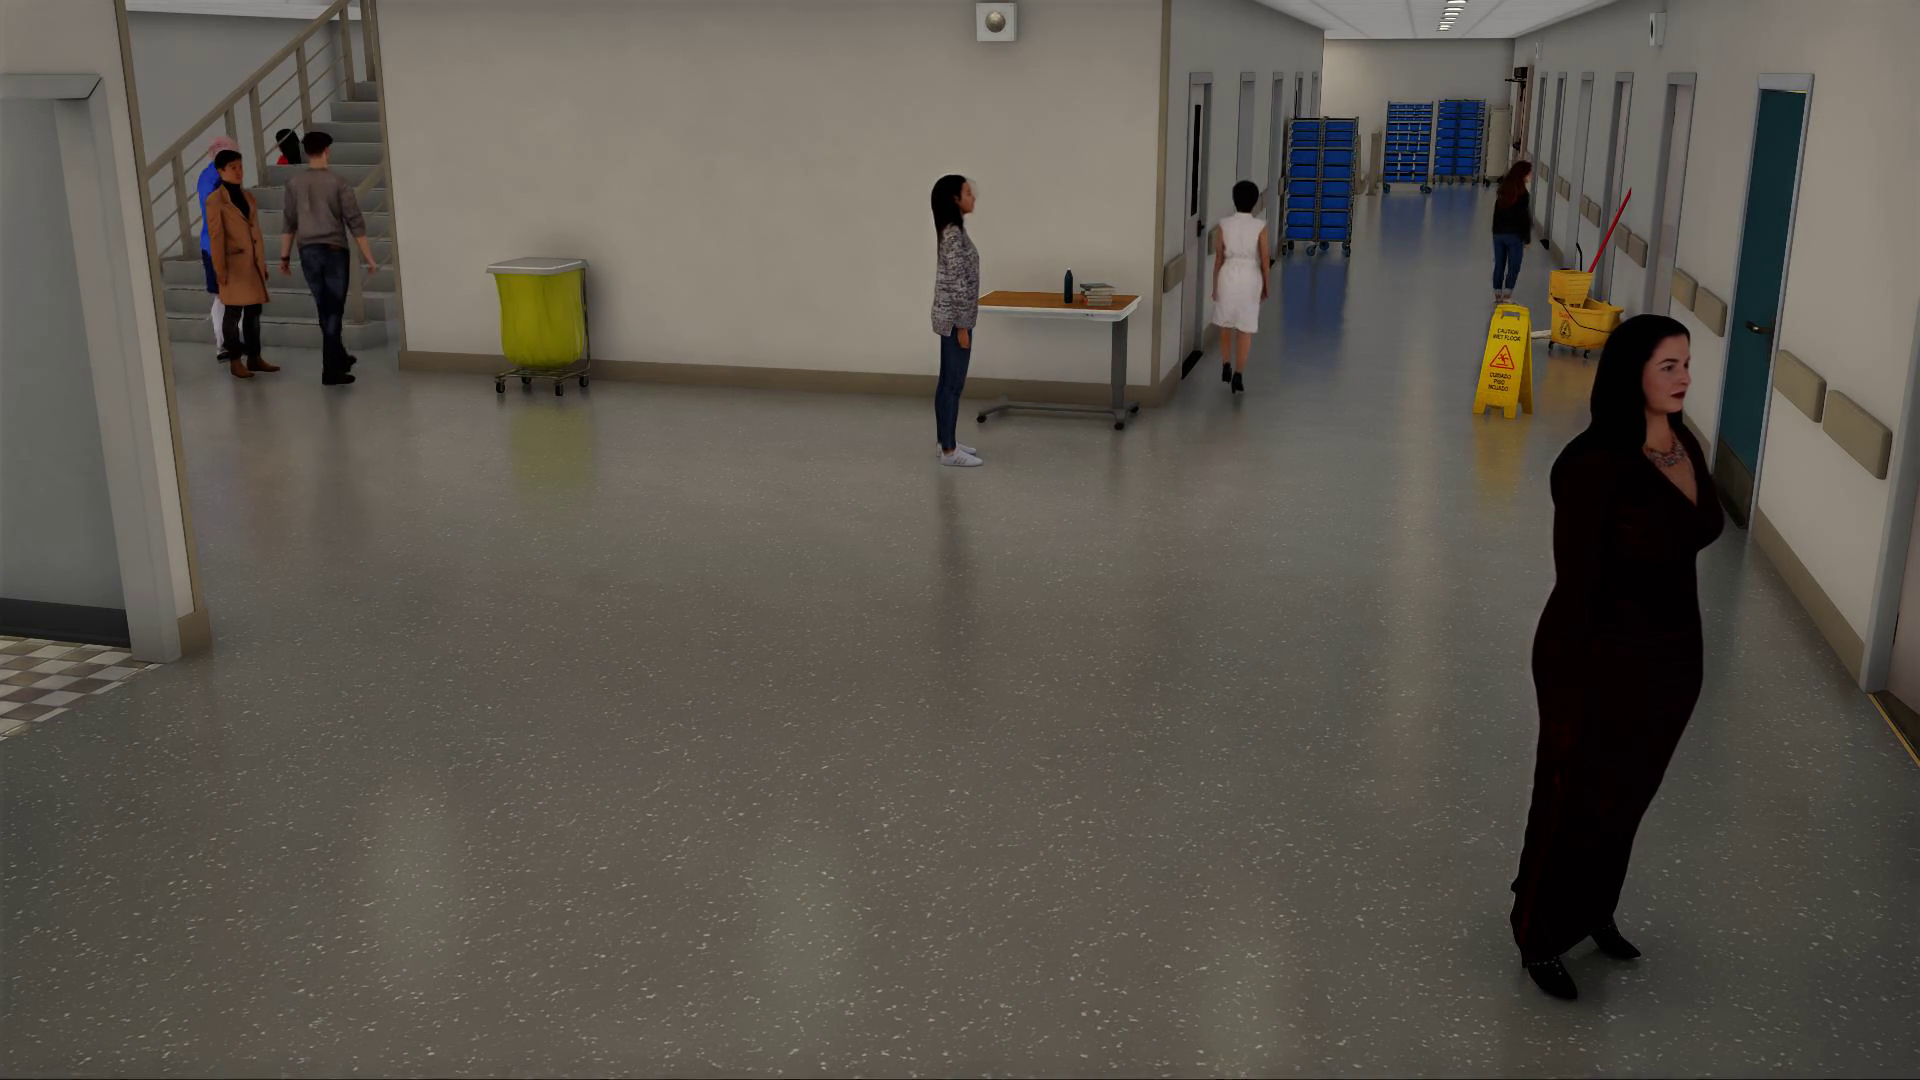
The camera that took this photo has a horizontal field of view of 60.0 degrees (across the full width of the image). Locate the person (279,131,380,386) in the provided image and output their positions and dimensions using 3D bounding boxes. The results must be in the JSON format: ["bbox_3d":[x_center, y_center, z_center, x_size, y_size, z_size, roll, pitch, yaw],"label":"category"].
[{"bbox_3d":[-4.816,-2.078,12.490,0.956,1.851,1.158,2,16,8],"label":"person"}]

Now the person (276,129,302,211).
[{"bbox_3d":[-6.922,-3.389,17.331,0.704,1.749,0.585,2,16,6],"label":"person"}]

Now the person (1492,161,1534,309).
[{"bbox_3d":[5.507,-3.068,16.702,0.694,1.472,0.736,13,20,38],"label":"person"}]

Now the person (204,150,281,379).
[{"bbox_3d":[-5.585,-2.147,12.890,0.741,1.726,0.587,6,17,21],"label":"person"}]

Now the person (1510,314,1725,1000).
[{"bbox_3d":[1.659,0.298,4.238,0.740,1.757,0.834,-13,20,-39],"label":"person"}]

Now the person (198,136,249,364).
[{"bbox_3d":[-6.001,-2.328,13.436,0.873,1.820,0.855,13,21,39],"label":"person"}]

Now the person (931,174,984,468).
[{"bbox_3d":[-0.040,-1.332,10.067,0.736,1.731,0.586,-2,16,-6],"label":"person"}]

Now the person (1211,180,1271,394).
[{"bbox_3d":[2.044,-1.842,12.232,0.585,1.537,0.661,5,16,17],"label":"person"}]
